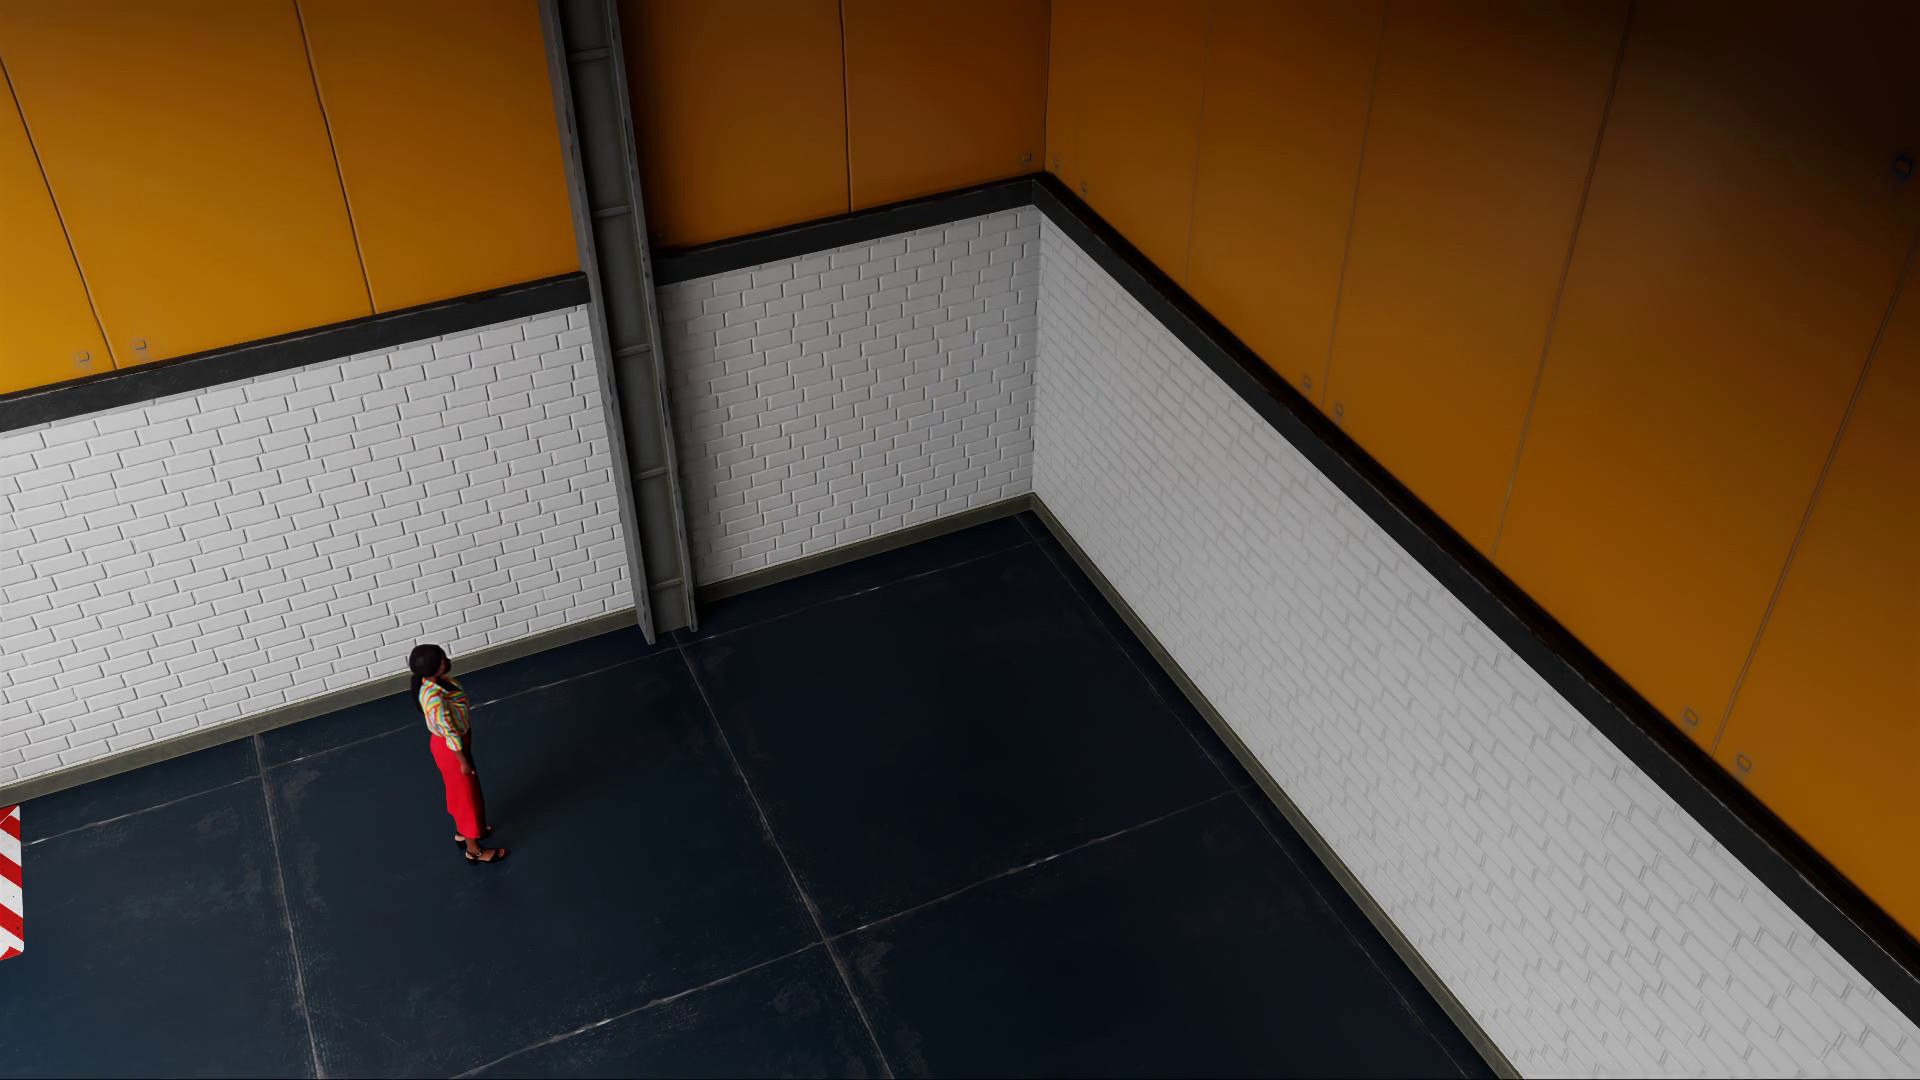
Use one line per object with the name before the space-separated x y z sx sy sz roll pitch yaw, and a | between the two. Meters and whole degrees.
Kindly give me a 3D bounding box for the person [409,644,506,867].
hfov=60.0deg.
person | -3.158 1.333 10.359 0.557 1.793 0.614 -21 43 -24
